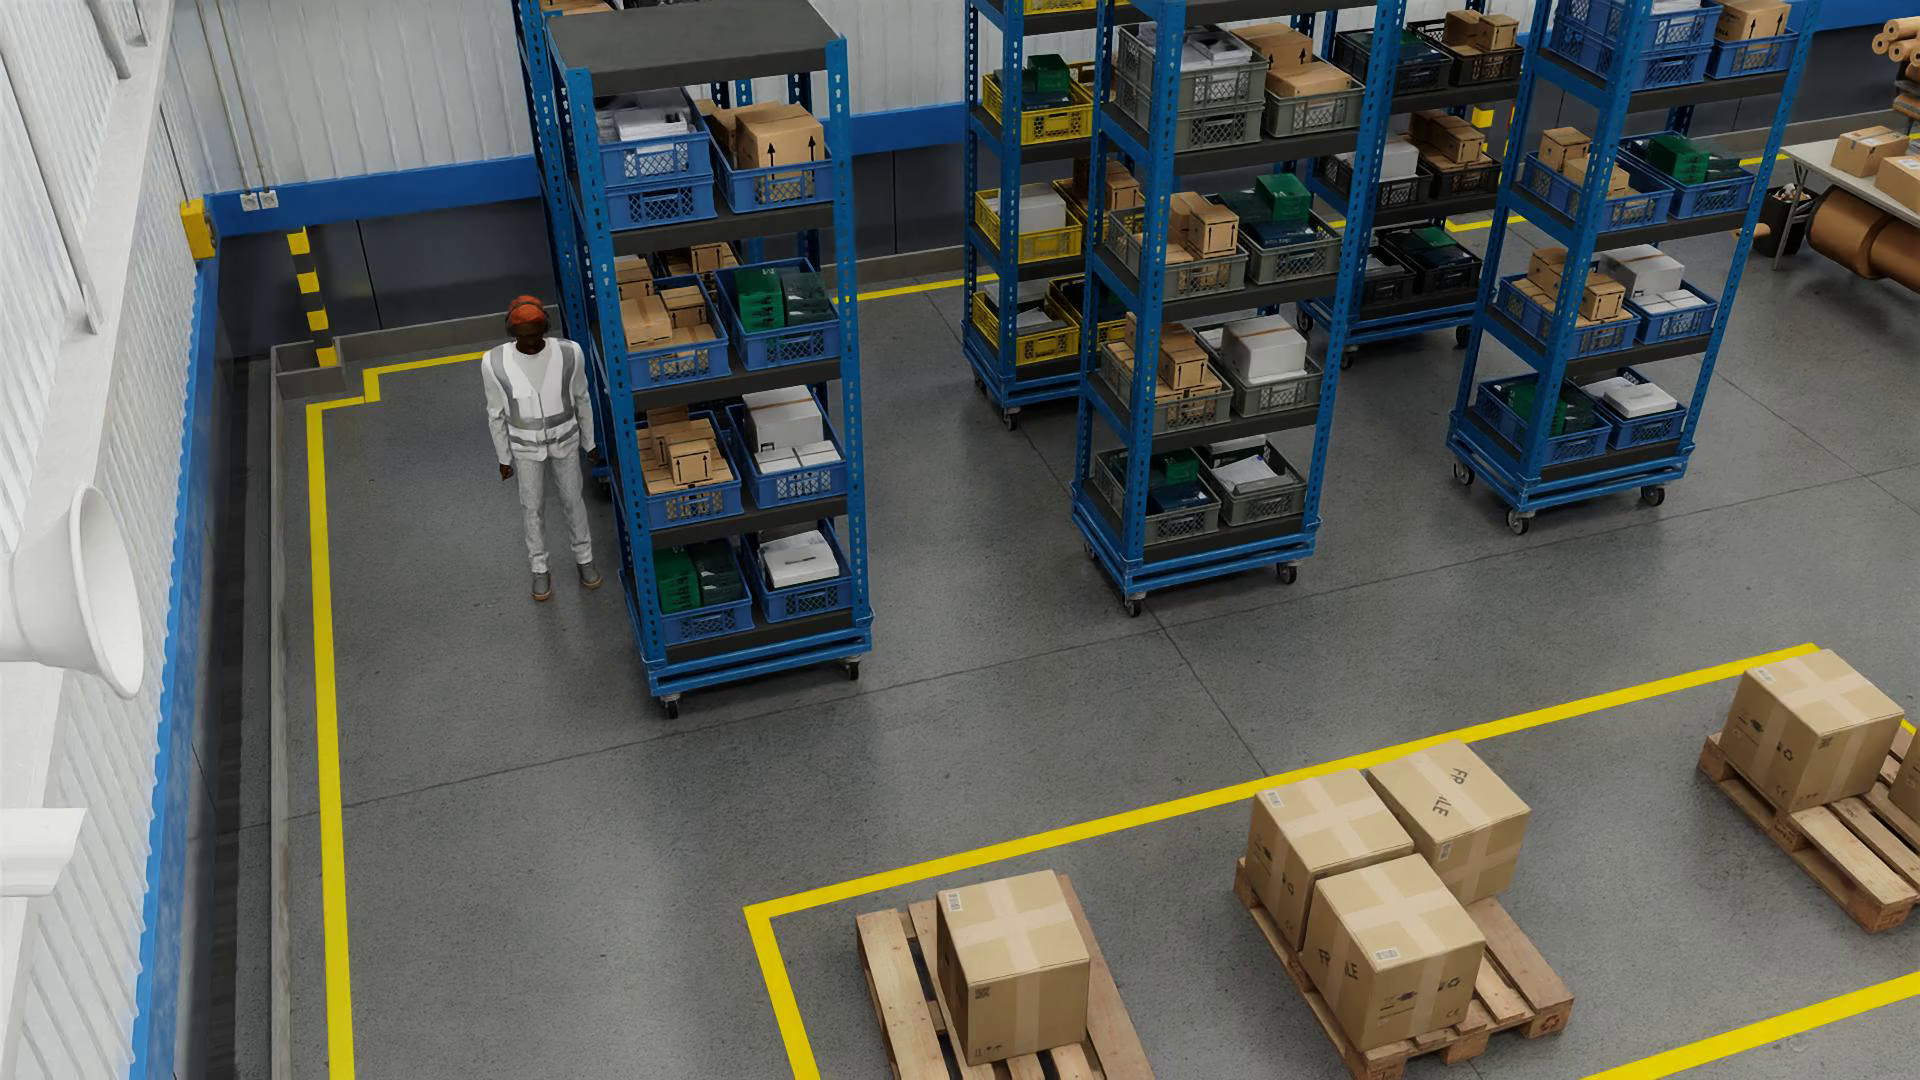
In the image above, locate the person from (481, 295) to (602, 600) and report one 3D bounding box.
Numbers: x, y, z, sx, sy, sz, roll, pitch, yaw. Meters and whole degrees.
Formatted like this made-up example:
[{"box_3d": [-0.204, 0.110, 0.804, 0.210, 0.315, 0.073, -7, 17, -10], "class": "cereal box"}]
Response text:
[{"box_3d": [-2.338, -0.525, 9.396, 0.571, 1.887, 0.356, -12, 37, -16], "class": "person"}]
